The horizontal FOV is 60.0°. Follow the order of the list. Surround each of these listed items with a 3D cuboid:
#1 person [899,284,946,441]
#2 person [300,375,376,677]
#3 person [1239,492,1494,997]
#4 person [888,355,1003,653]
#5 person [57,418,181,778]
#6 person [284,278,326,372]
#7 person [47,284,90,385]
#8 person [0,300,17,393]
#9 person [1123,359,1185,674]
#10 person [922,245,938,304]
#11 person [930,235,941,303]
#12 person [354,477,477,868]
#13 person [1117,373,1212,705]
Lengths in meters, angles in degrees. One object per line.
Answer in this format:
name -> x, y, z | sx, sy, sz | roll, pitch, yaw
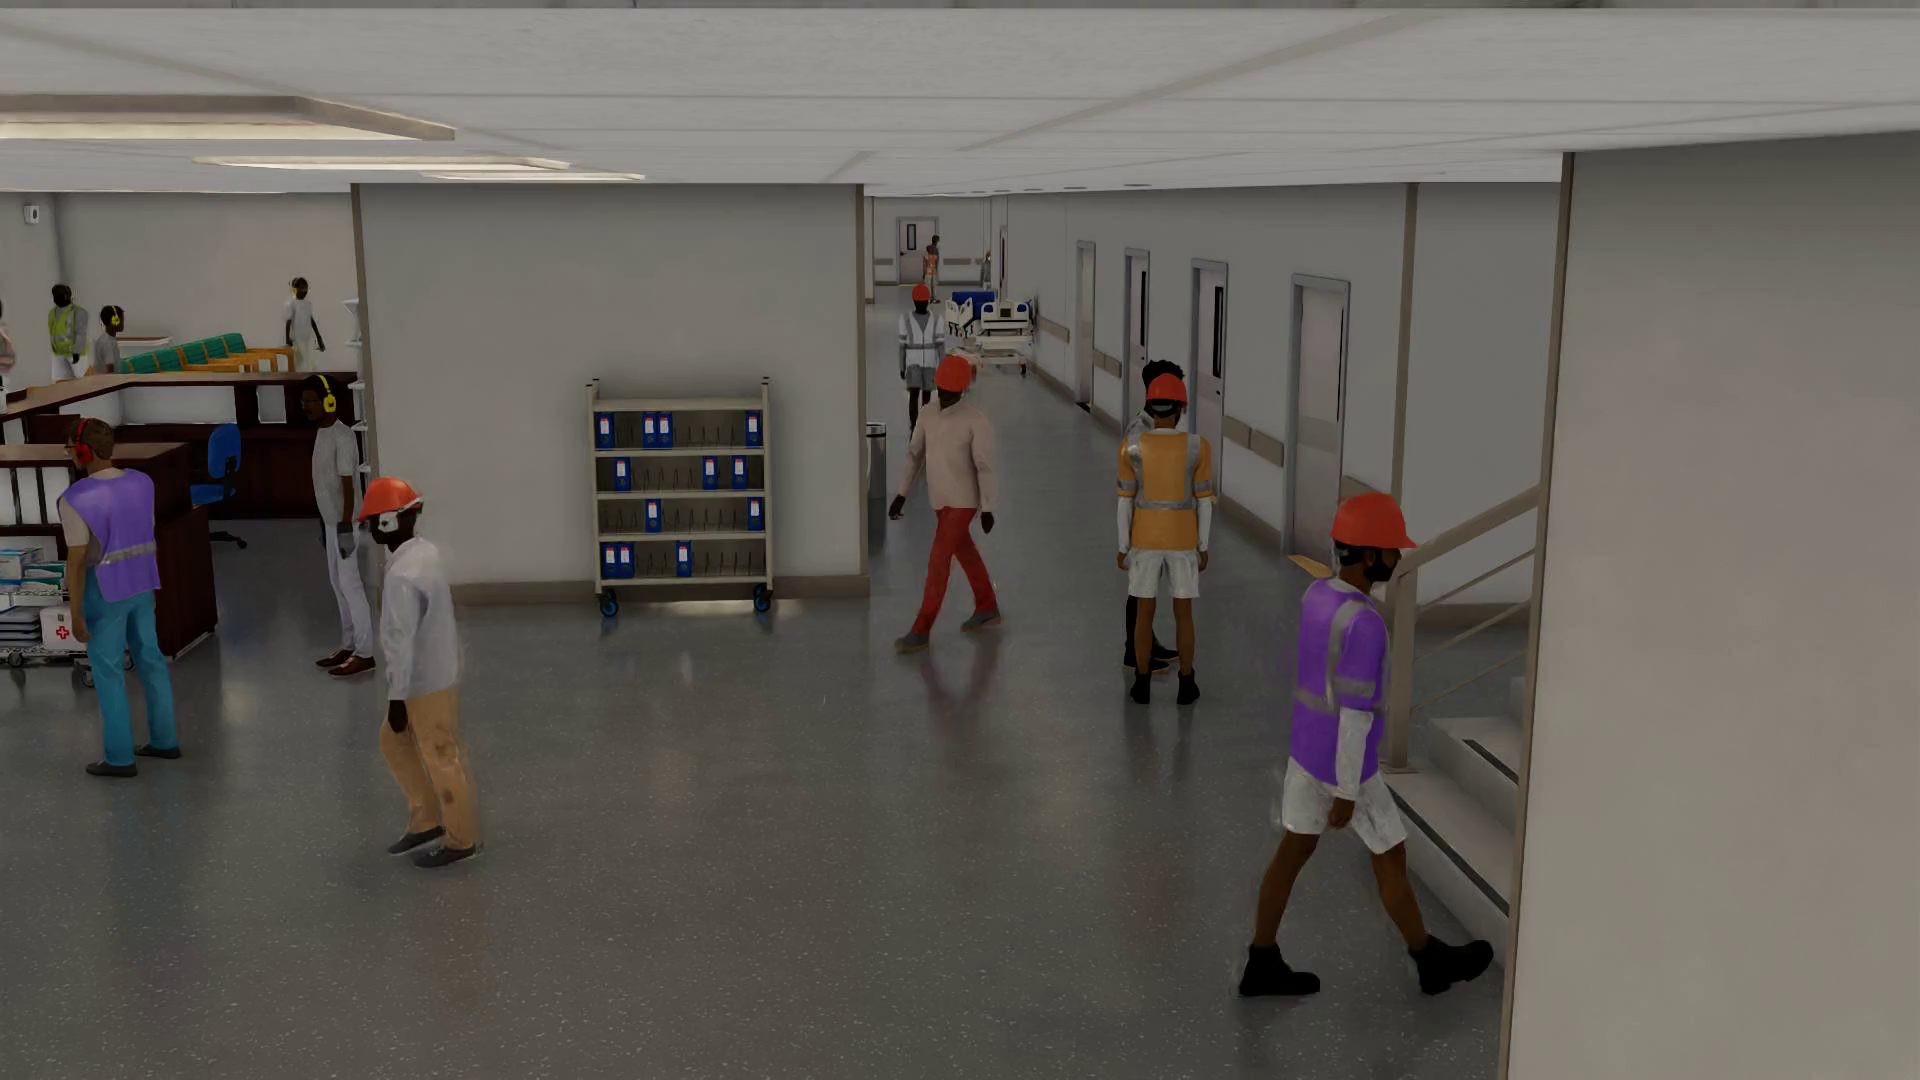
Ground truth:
person -> -0.436, -2.098, 19.945 | 0.546, 1.914, 0.722 | -2, 12, -11
person -> -3.849, -0.094, 10.270 | 0.328, 1.862, 0.509 | -8, 14, -36
person -> 1.481, 0.760, 6.019 | 0.963, 1.891, 0.550 | -3, 12, -13
person -> -0.048, -0.263, 10.938 | 1.004, 1.931, 0.635 | -9, 15, -37
person -> -4.271, 0.293, 8.445 | 0.382, 1.836, 0.566 | 4, 12, 19
person -> -9.446, -2.864, 23.954 | 1.004, 1.813, 0.530 | 2, 12, 9
person -> -11.819, -2.455, 21.949 | 0.643, 1.805, 0.816 | 4, 12, 18
person -> -11.433, -2.011, 19.785 | 0.434, 1.809, 0.723 | -3, 12, -14
person -> 1.185, -0.144, 10.291 | 0.389, 1.953, 0.612 | 3, 12, 16
person -> -0.839, -7.498, 46.984 | 0.514, 1.641, 0.308 | -9, 15, -38
person -> -0.735, -7.690, 47.235 | 0.391, 1.928, 0.636 | 0, 12, -2
person -> -2.392, 0.588, 7.271 | 0.534, 1.718, 0.654 | -2, 12, -11
person -> 1.179, 0.001, 9.636 | 0.543, 1.927, 0.384 | 2, 12, 9
